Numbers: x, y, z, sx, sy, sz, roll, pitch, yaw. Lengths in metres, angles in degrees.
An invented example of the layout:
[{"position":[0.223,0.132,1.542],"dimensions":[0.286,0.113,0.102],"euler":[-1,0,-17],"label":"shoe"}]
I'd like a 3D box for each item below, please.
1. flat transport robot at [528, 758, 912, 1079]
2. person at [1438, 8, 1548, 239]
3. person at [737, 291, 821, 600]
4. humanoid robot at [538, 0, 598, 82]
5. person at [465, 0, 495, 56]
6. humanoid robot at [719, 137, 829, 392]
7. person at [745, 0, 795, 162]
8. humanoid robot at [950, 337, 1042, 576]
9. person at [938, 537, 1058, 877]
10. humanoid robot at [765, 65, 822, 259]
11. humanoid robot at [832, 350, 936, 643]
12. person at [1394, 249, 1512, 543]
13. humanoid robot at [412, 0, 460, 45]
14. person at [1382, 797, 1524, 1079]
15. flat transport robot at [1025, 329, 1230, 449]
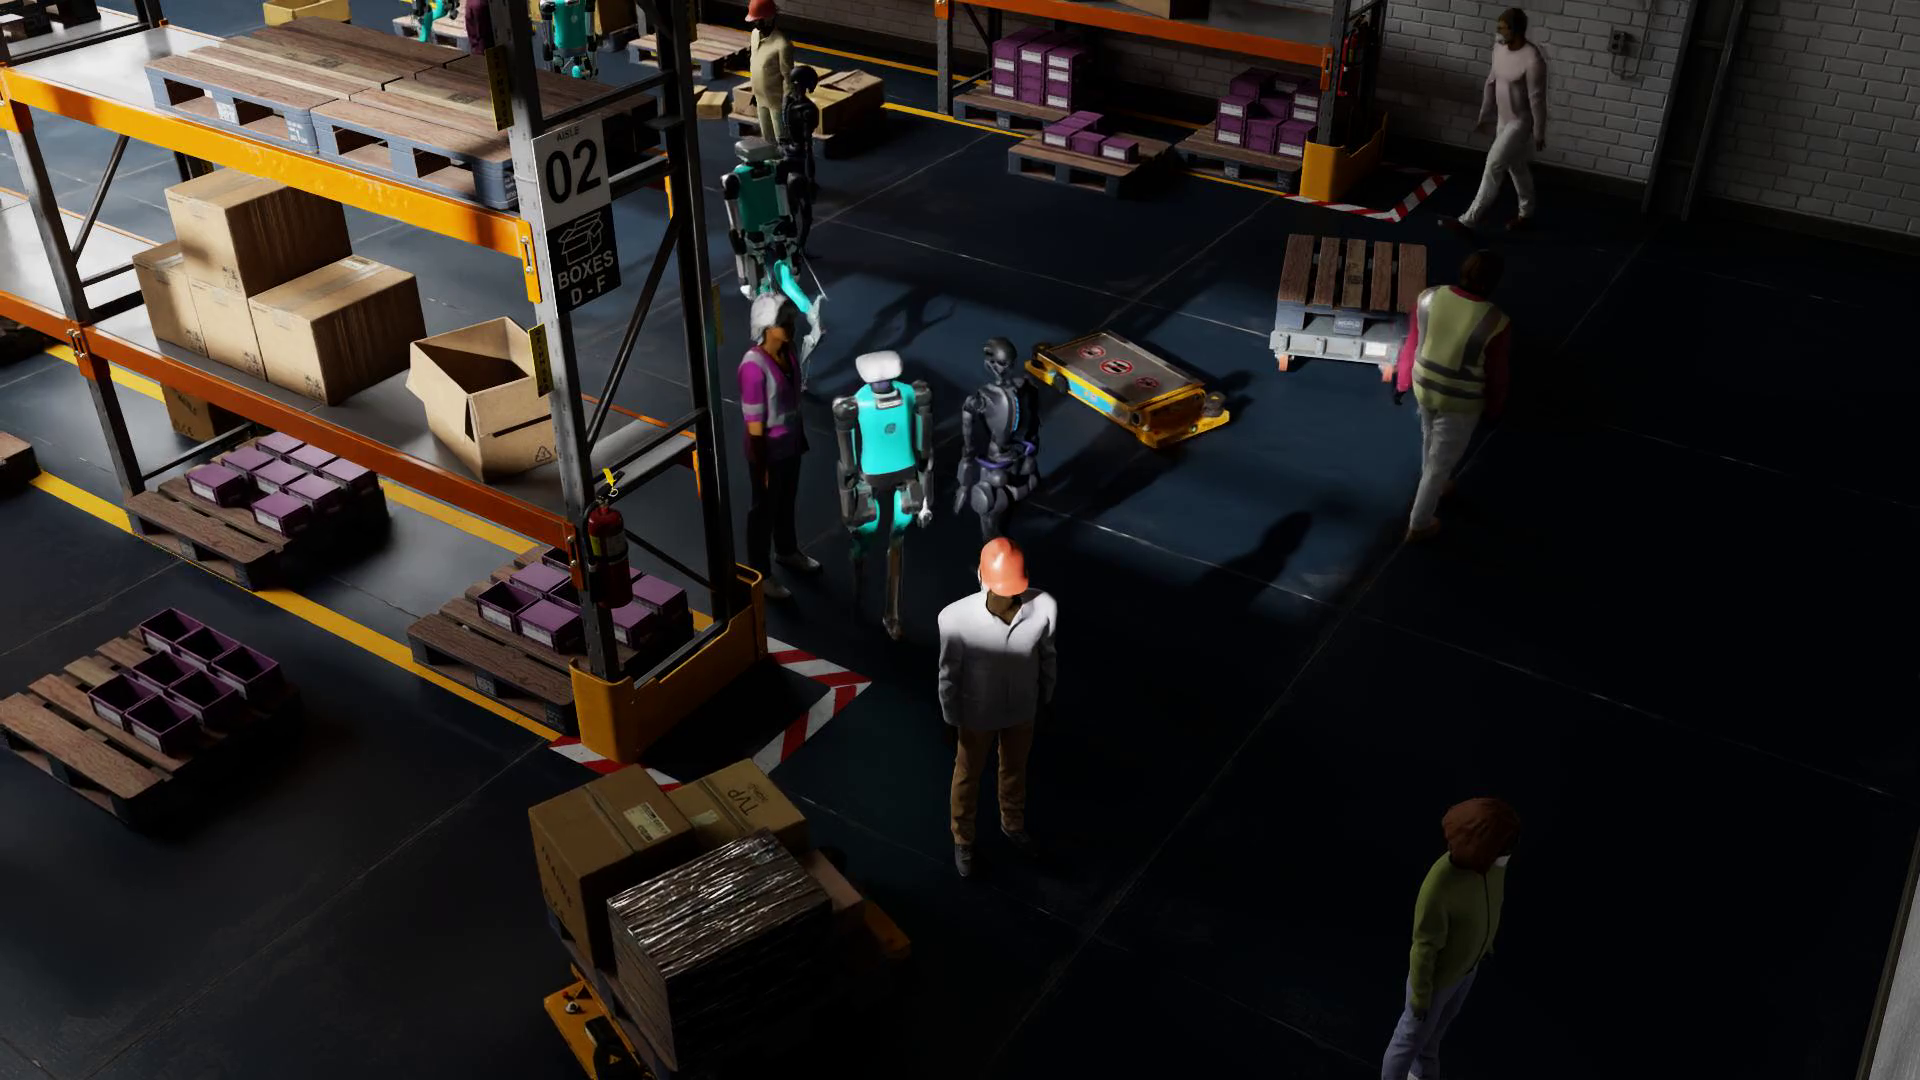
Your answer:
[{"position":[-0.975,1.823,7.071],"dimensions":[1.431,0.231,0.659],"euler":[-21,39,-29],"label":"flat transport robot"},{"position":[4.483,-3.390,13.601],"dimensions":[1.014,1.879,0.651],"euler":[-6,34,-9],"label":"person"},{"position":[-1.021,-0.535,9.261],"dimensions":[0.339,1.839,0.506],"euler":[15,36,21],"label":"person"},{"position":[-3.597,-4.296,15.007],"dimensions":[0.533,1.677,0.735],"euler":[-26,41,-33],"label":"humanoid robot"},{"position":[-4.252,-4.317,14.980],"dimensions":[0.427,1.943,0.492],"euler":[-9,34,-14],"label":"person"},{"position":[-1.178,-1.743,11.293],"dimensions":[0.535,1.862,0.819],"euler":[-28,42,-36],"label":"humanoid robot"},{"position":[-1.653,-3.848,14.432],"dimensions":[0.334,1.743,0.560],"euler":[-24,40,-32],"label":"person"},{"position":[0.257,-0.337,9.139],"dimensions":[0.610,1.653,0.689],"euler":[-25,41,-33],"label":"humanoid robot"},{"position":[0.178,0.735,7.383],"dimensions":[0.563,1.749,0.334],"euler":[-11,35,-16],"label":"person"},{"position":[-1.378,-2.961,13.157],"dimensions":[0.547,1.631,0.639],"euler":[-8,34,-12],"label":"humanoid robot"},{"position":[-0.447,-0.223,8.965],"dimensions":[0.544,1.895,0.678],"euler":[-11,35,-17],"label":"humanoid robot"},{"position":[2.966,-0.882,9.816],"dimensions":[0.827,1.808,0.642],"euler":[-26,41,-34],"label":"person"},{"position":[-5.453,-5.503,17.006],"dimensions":[0.551,1.758,0.926],"euler":[-28,42,-36],"label":"humanoid robot"},{"position":[1.822,1.586,6.182],"dimensions":[0.496,1.632,0.290],"euler":[-27,42,-35],"label":"person"},{"position":[1.140,-1.074,11.524],"dimensions":[0.659,0.231,1.431],"euler":[-21,39,-29],"label":"flat transport robot"}]
